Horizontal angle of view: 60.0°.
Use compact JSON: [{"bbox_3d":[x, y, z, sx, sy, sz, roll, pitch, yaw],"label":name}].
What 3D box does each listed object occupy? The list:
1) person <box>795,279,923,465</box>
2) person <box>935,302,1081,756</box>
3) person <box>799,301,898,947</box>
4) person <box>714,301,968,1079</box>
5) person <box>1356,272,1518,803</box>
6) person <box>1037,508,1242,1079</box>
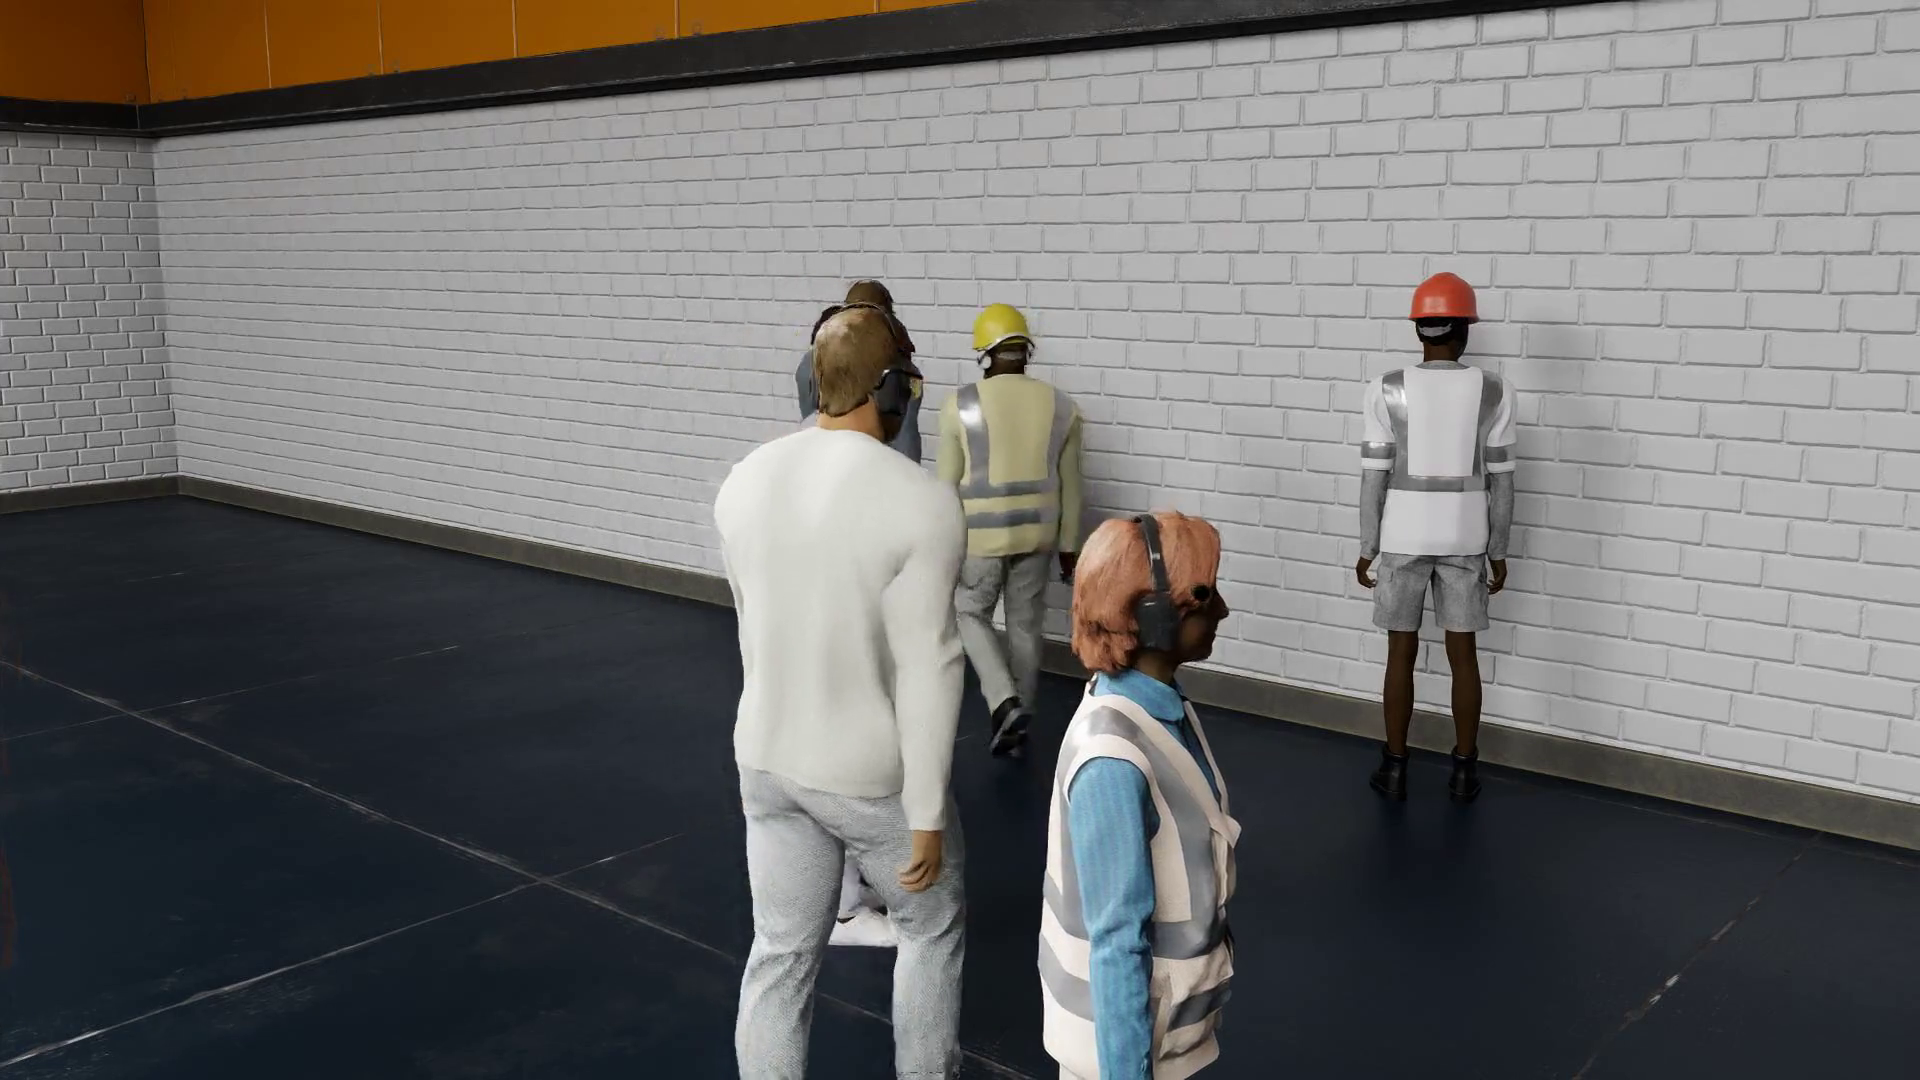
[{"bbox_3d":[-0.450,-0.178,7.213,0.632,1.903,0.970,5,11,24],"label":"person"},{"bbox_3d":[0.196,-0.016,6.511,0.614,1.812,0.502,-3,10,-18],"label":"person"},{"bbox_3d":[-0.305,0.247,4.860,0.314,1.872,0.516,-3,10,-15],"label":"person"},{"bbox_3d":[-0.199,0.468,3.489,0.647,1.908,0.768,6,12,32],"label":"person"},{"bbox_3d":[1.729,-0.001,6.090,0.550,1.933,0.370,1,10,8],"label":"person"},{"bbox_3d":[0.268,0.768,2.552,0.306,1.638,0.523,2,10,11],"label":"person"}]
